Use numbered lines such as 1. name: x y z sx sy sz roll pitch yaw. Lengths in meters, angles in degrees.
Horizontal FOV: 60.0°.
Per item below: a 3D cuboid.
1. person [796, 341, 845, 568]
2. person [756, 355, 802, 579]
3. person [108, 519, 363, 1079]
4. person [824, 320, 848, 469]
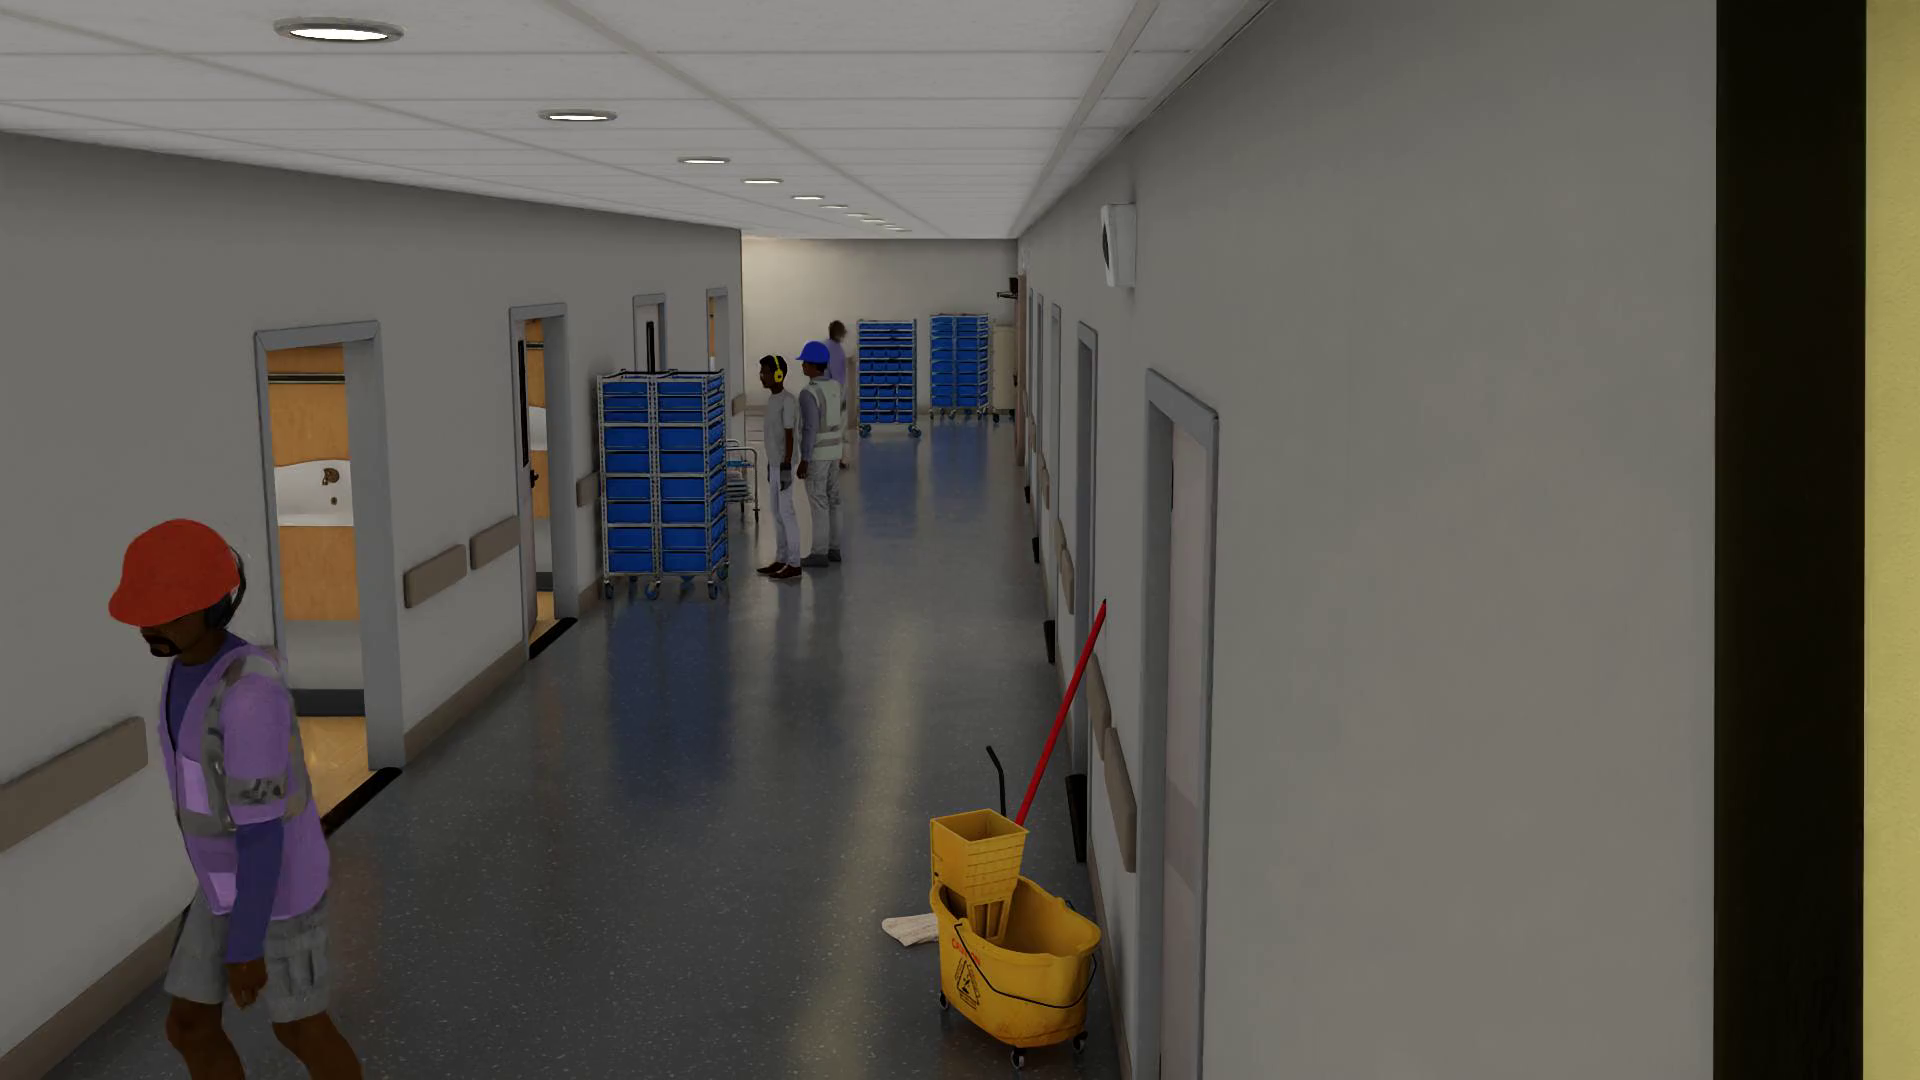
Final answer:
1. person: -1.213 -0.737 14.350 0.382 1.951 0.604 4 10 23
2. person: -1.516 -0.608 13.864 0.331 1.862 0.500 -5 11 -26
3. person: -1.851 0.908 4.349 0.624 1.991 0.752 9 13 43
4. person: -1.632 -1.845 21.205 0.375 1.904 0.671 -3 10 -16
